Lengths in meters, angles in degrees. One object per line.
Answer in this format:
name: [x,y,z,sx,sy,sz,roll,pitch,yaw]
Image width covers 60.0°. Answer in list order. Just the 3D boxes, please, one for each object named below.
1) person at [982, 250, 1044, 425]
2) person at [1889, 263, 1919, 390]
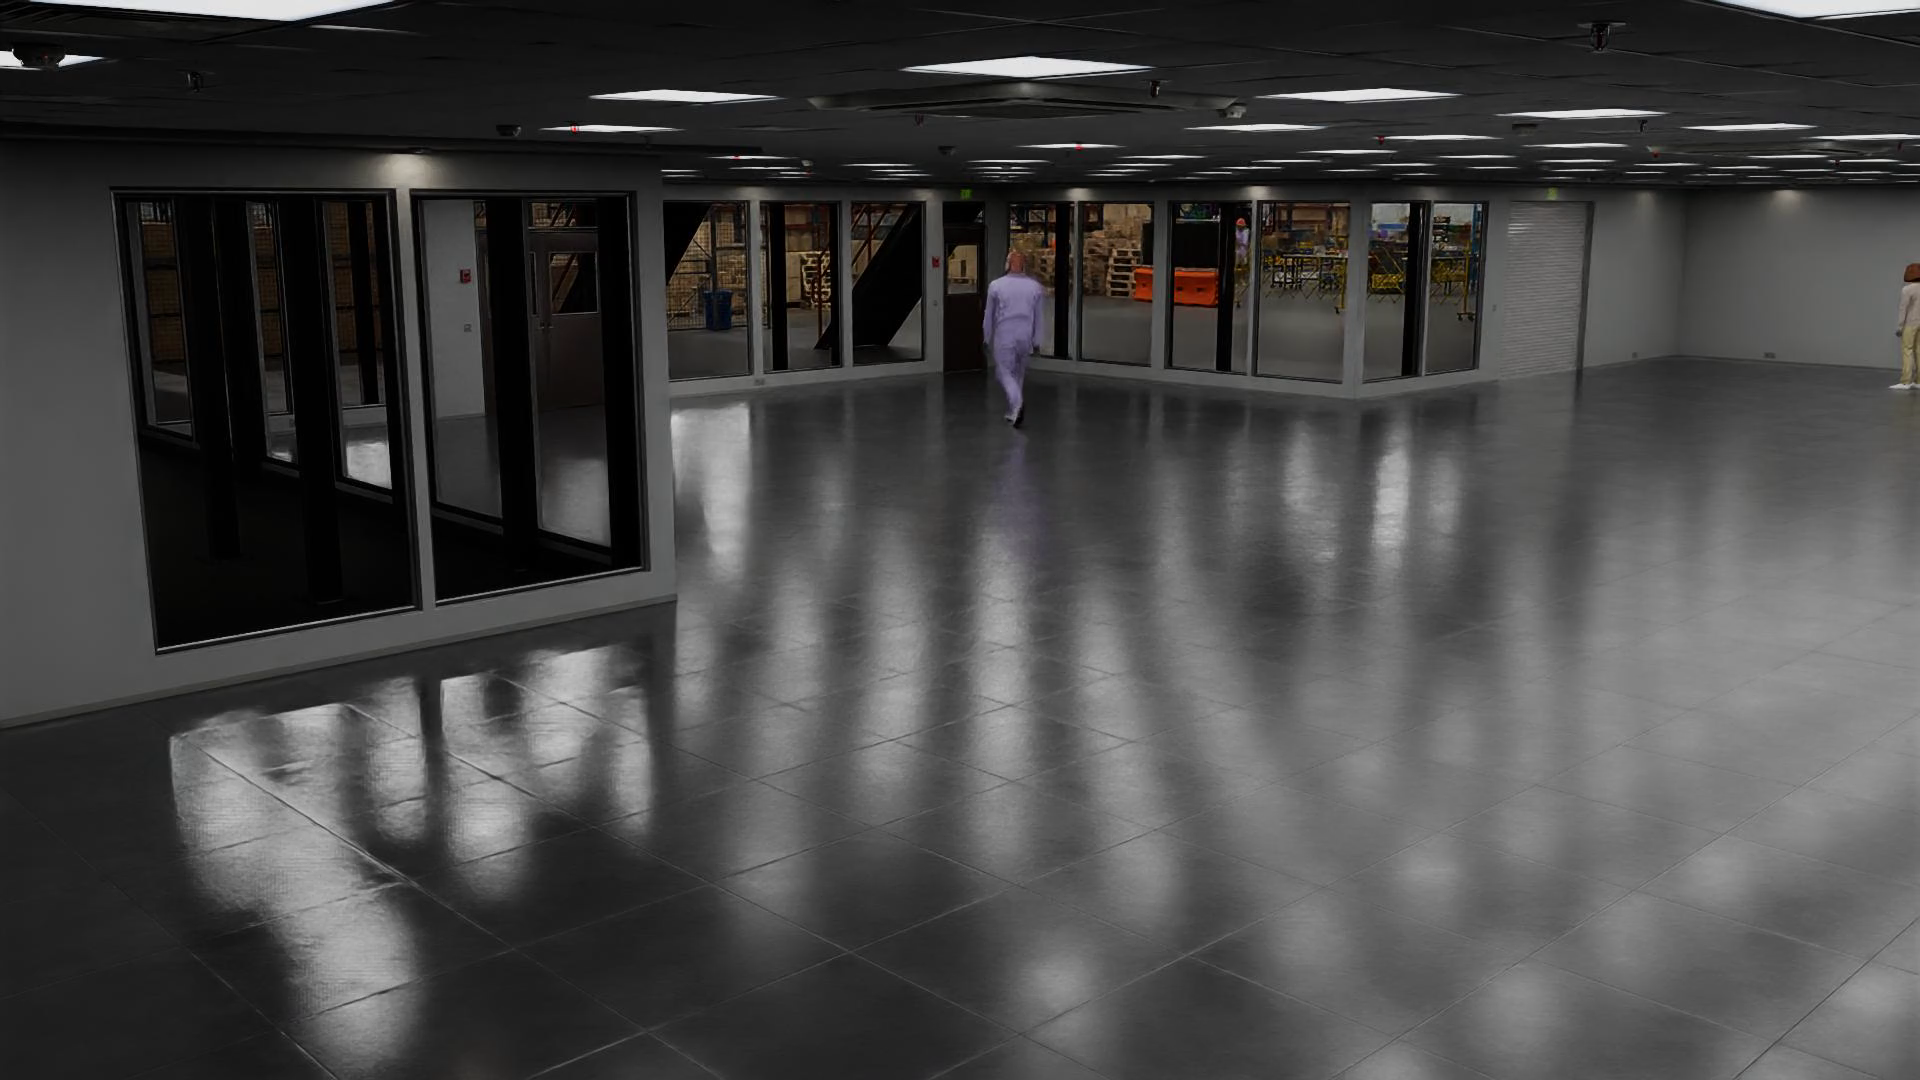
person: [0.591,-2.169,17.886,0.638,1.884,0.811,-4,12,-20]
person: [12.280,-2.750,21.456,0.497,1.626,0.288,-5,12,-25]
